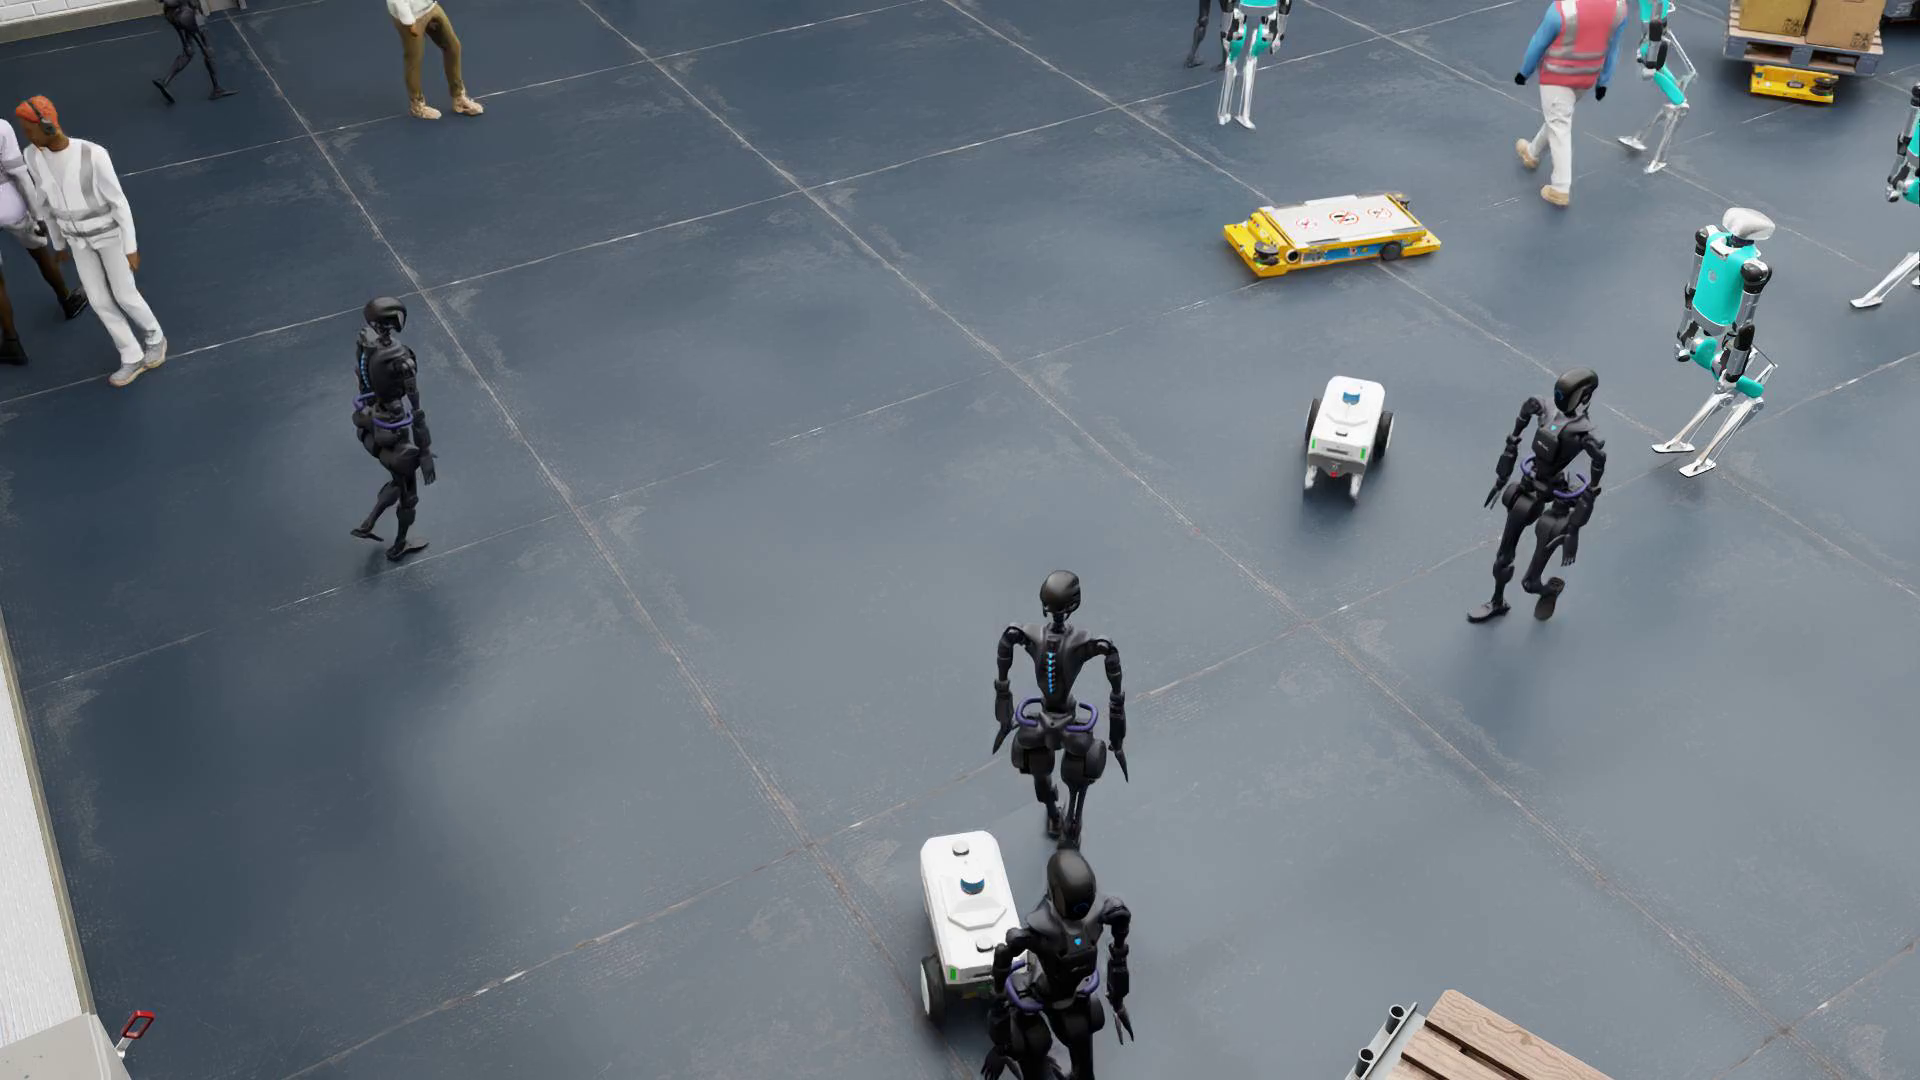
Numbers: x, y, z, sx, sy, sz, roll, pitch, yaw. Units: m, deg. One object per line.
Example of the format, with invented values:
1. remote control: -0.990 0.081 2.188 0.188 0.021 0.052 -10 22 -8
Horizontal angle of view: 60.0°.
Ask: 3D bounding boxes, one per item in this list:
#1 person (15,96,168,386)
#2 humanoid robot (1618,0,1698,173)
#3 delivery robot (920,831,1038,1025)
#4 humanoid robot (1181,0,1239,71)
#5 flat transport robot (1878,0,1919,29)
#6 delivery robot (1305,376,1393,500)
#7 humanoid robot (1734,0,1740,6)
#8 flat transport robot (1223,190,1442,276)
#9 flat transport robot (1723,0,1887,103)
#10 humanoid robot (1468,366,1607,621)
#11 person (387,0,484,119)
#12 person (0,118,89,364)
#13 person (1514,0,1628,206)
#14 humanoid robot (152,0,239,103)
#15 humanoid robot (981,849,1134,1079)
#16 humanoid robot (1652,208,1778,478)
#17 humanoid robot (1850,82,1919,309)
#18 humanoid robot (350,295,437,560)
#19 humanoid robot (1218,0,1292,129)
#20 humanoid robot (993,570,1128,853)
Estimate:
1. person: -5.401 -1.843 10.339 0.627 1.846 0.472 4 39 5
2. humanoid robot: 5.498 -3.747 12.824 0.773 1.762 0.608 7 39 9
3. delivery robot: 0.051 1.603 7.032 0.499 0.586 0.772 -7 39 -9
4. humanoid robot: 2.197 -4.870 14.330 0.447 1.664 0.602 -31 48 -33
5. flat transport robot: 8.792 -5.079 15.701 1.431 0.231 0.659 -9 39 -11
6. delivery robot: 2.294 -0.650 9.890 0.499 0.604 0.808 13 40 15
7. humanoid robot: 7.123 -5.122 14.465 0.735 1.677 0.533 -11 40 -14
8. flat transport robot: 2.711 -2.235 12.112 1.431 0.231 0.659 -10 39 -12
9. flat transport robot: 7.326 -4.230 14.630 0.659 0.231 1.431 13 40 16
10. humanoid robot: 2.989 -0.220 8.431 0.458 1.641 0.591 -23 44 -26
11. person: -4.297 -4.226 13.439 0.733 1.738 0.544 14 40 17
12. person: -6.218 -2.110 10.673 0.592 1.880 0.805 -15 41 -18
13. person: 4.537 -3.487 12.473 0.629 1.793 0.966 -9 39 -12
14. humanoid robot: -6.510 -4.423 13.751 0.611 1.634 0.609 -30 47 -32
15. humanoid robot: 0.316 1.664 6.059 0.602 1.640 0.494 -15 41 -18
16. humanoid robot: 4.418 -1.129 9.427 0.735 1.677 0.533 -10 40 -13
17. humanoid robot: 6.632 -2.379 11.140 0.998 1.764 0.535 -14 41 -17
18. humanoid robot: -3.087 -0.562 8.874 0.627 1.627 0.499 31 48 33
19. humanoid robot: 2.332 -4.118 13.323 0.537 1.779 0.806 1 38 2
20. humanoid robot: 0.450 0.808 7.153 0.611 1.625 0.678 10 39 12
